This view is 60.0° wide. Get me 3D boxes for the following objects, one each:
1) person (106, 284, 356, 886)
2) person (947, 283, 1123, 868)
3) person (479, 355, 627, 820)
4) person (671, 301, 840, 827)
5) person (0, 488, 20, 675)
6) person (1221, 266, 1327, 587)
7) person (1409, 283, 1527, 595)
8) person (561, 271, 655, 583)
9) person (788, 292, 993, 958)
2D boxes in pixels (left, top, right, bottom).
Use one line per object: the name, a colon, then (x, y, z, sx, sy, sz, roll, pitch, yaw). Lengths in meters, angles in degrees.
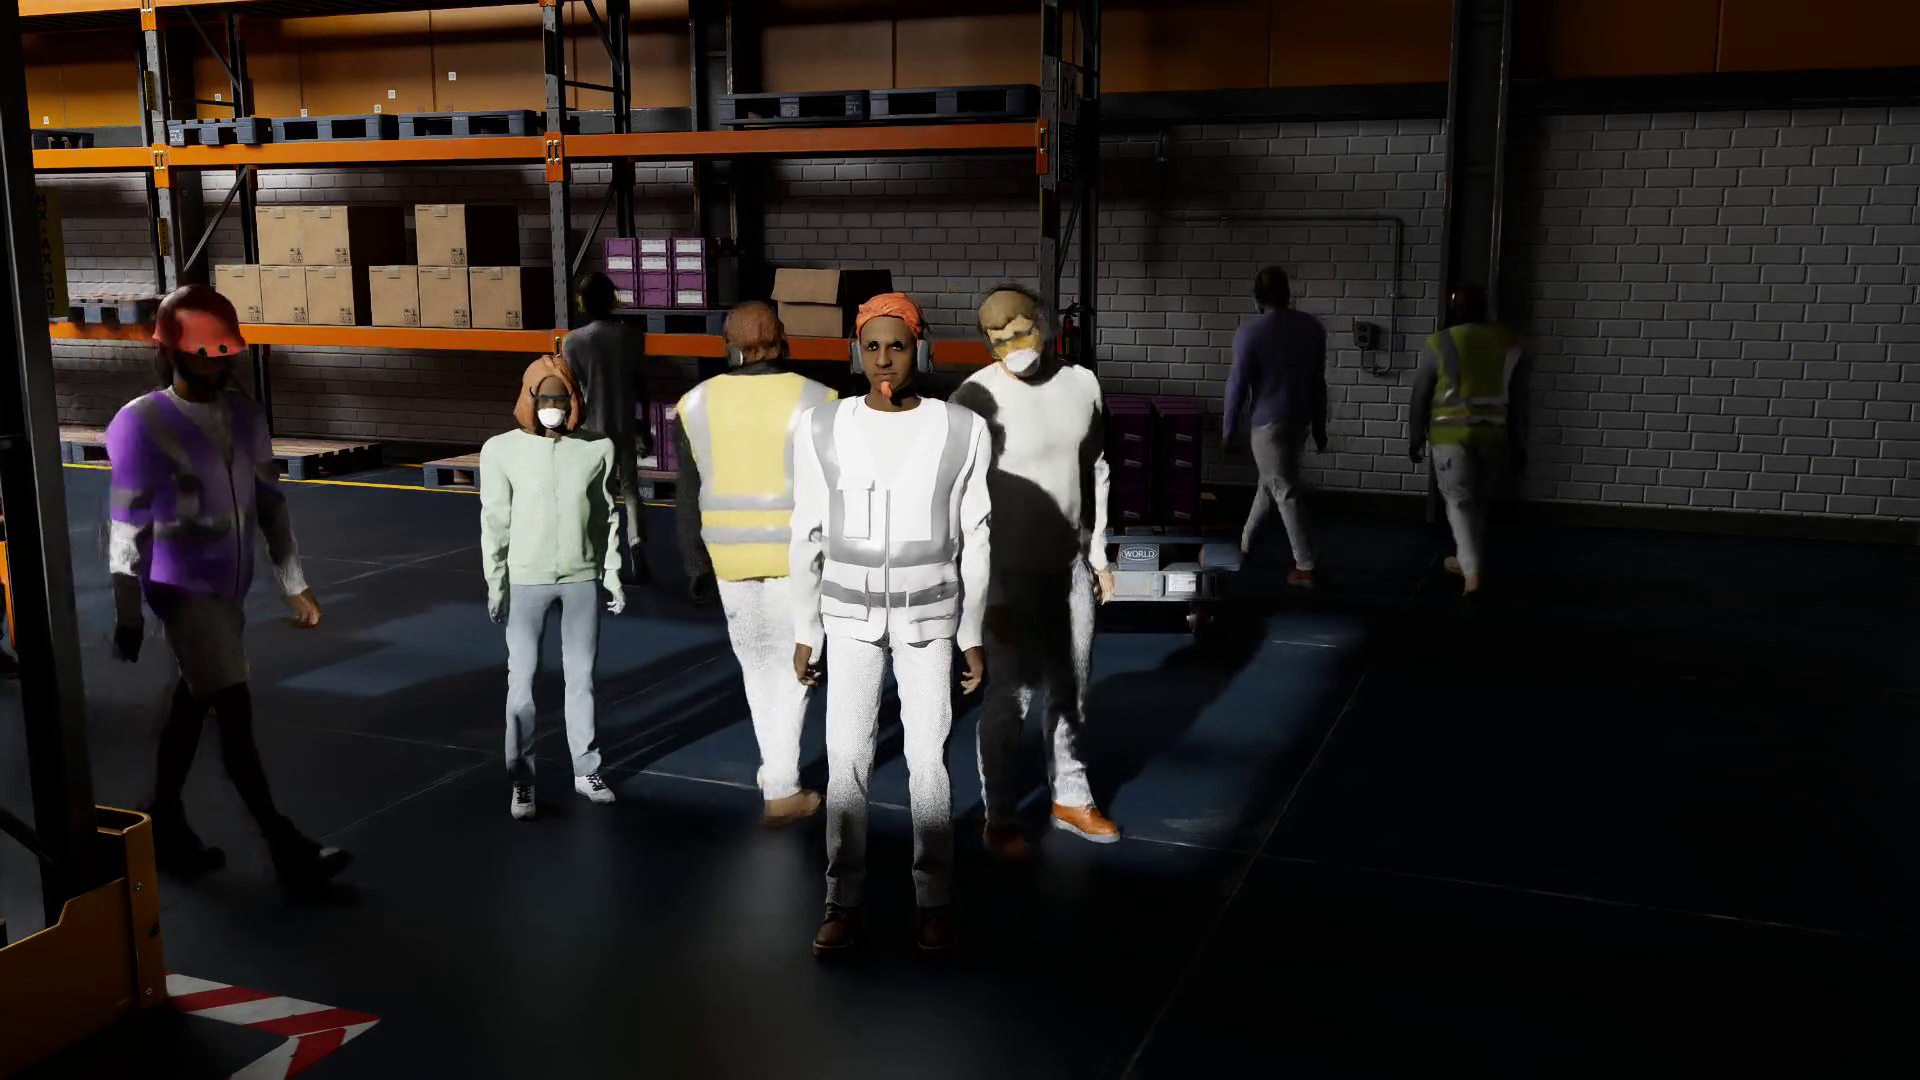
person: (-2.296, 0.156, 5.219, 0.907, 1.881, 0.545, 3, 11, 16)
person: (0.219, 0.116, 5.438, 0.682, 1.898, 0.363, -8, 13, -39)
person: (-1.434, 0.161, 5.896, 0.499, 1.633, 0.279, -5, 12, -28)
person: (-0.622, 0.077, 5.857, 0.711, 1.818, 0.537, 2, 10, 13)
person: (-4.537, -0.248, 7.601, 0.357, 1.853, 0.704, 5, 11, 27)
person: (1.864, -0.691, 9.959, 0.637, 1.876, 1.062, -6, 12, -29)
person: (2.956, -0.592, 9.678, 0.668, 1.792, 0.891, -1, 10, -7)
person: (-2.033, -0.634, 9.719, 0.544, 1.854, 0.618, -4, 11, -23)
person: (-0.196, 0.252, 4.701, 0.575, 1.882, 0.355, 0, 10, 1)
